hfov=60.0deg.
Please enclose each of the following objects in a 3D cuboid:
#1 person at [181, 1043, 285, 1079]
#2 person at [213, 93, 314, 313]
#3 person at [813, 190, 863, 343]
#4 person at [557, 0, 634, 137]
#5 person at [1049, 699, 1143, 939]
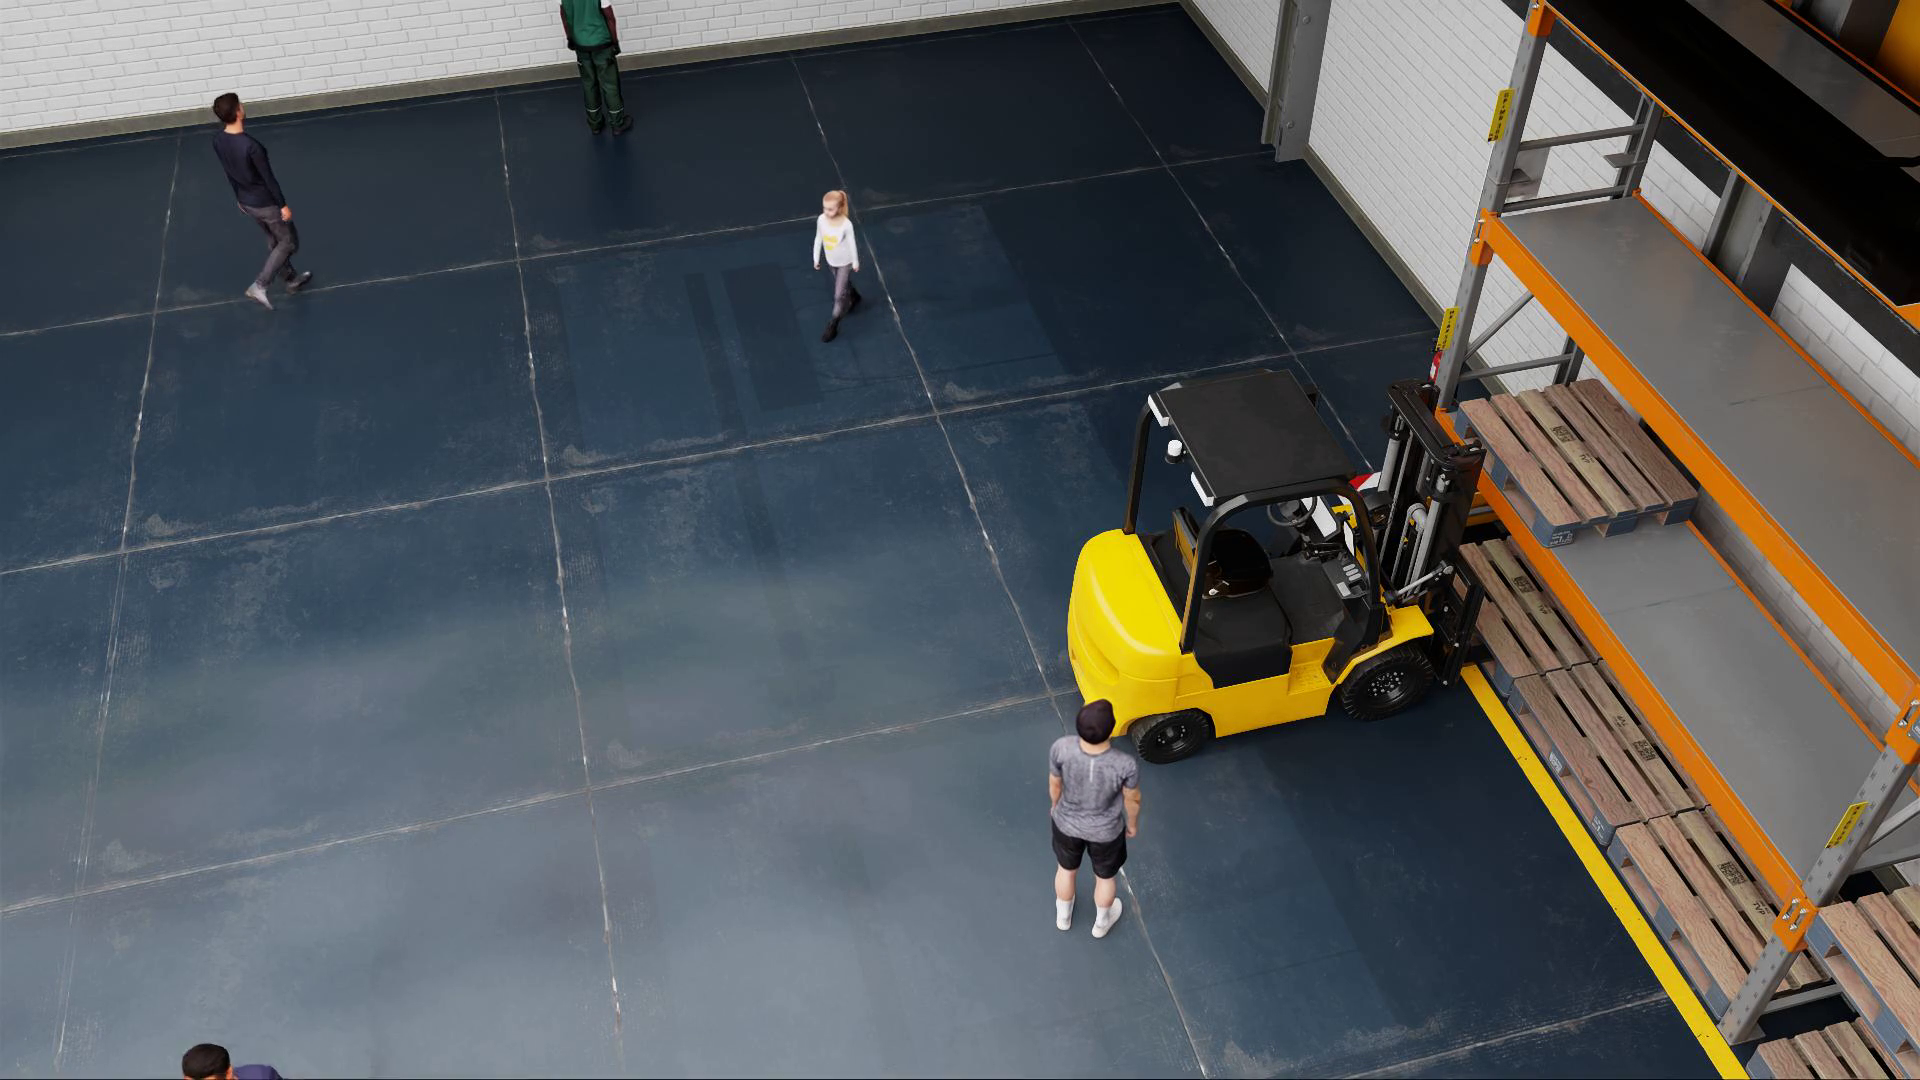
[{"bbox_3d":[-3.257,2.752,7.789,0.808,1.743,1.172,-2,44,-2],"label":"person"},{"bbox_3d":[-5.681,-2.676,13.410,1.013,1.850,1.089,19,47,19],"label":"person"},{"bbox_3d":[-0.943,-2.291,13.442,0.876,1.247,0.925,23,48,22],"label":"person"},{"bbox_3d":[-3.415,-4.640,15.478,0.777,1.840,0.769,8,44,8],"label":"person"},{"bbox_3d":[0.697,1.519,8.991,0.743,1.871,0.757,14,45,14],"label":"person"}]
